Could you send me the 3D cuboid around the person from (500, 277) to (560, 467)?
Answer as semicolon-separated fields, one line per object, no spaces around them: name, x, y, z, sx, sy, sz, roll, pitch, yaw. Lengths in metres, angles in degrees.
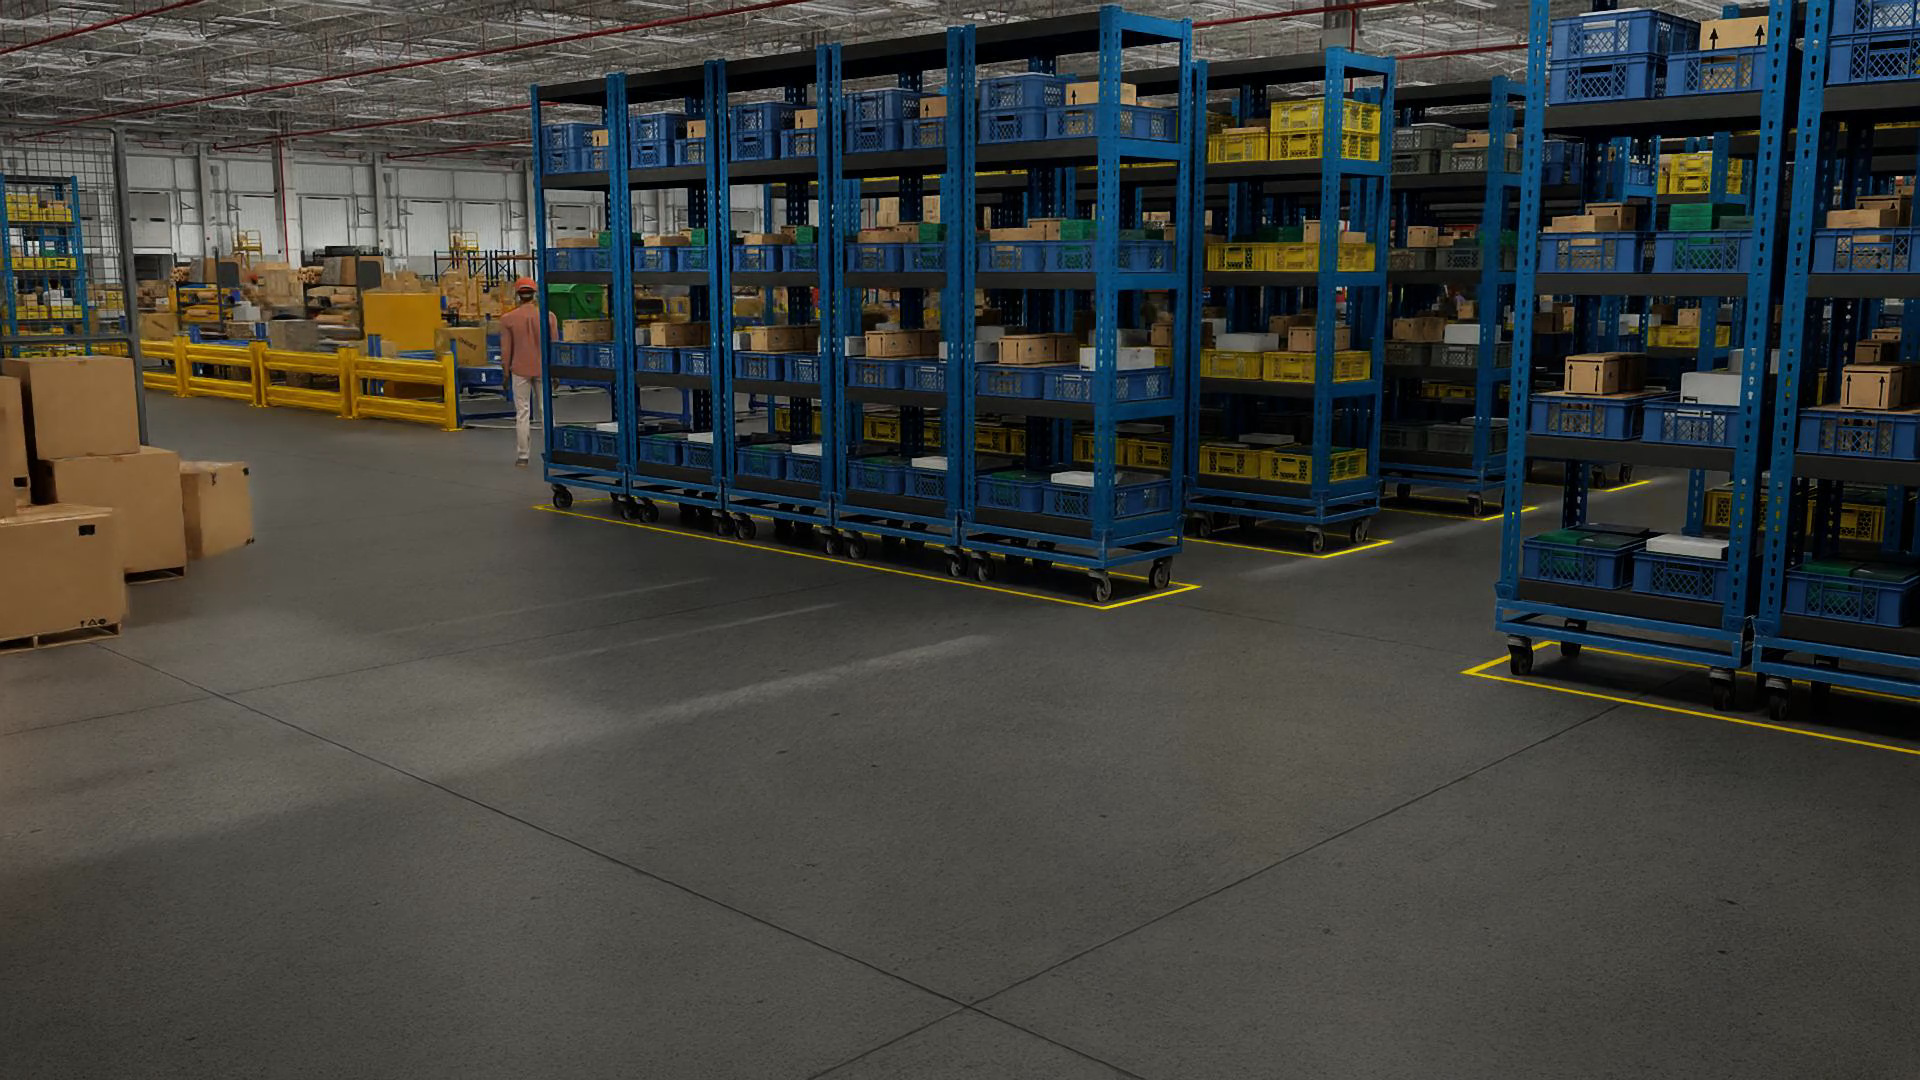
person;-4.491;-1.750;17.406;0.611;1.986;0.393;-4;10;-21

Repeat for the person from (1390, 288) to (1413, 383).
person;5.535;-2.237;20.861;0.404;1.834;0.591;-3;10;-16

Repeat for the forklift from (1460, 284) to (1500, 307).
forklift;14.295;-7.007;46.908;1.873;2.768;1.129;9;13;43

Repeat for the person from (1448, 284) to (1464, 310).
person;9.202;-3.864;30.817;0.379;1.837;0.571;4;10;21

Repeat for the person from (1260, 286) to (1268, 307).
person;9.582;-7.355;52.120;0.910;1.879;0.630;2;9;10

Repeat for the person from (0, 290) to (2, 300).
person;-42.315;-10.647;72.966;0.859;1.654;0.542;6;11;33

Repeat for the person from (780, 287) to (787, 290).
person;-7.731;-10.765;73.013;1.005;1.893;0.548;2;10;14

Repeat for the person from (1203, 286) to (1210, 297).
person;7.166;-6.704;48.722;0.554;1.667;0.718;-8;12;-42

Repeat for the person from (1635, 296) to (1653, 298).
person;15.024;-4.798;36.614;0.446;1.822;0.609;-9;13;-44

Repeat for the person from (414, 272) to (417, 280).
person;-28.095;-12.850;85.776;0.355;1.885;0.575;1;9;5

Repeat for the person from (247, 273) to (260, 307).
person;-23.251;-7.816;54.811;0.510;1.916;0.634;1;9;7

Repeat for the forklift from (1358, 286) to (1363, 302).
forklift;11.100;-7.017;46.970;1.873;2.768;1.129;9;13;43

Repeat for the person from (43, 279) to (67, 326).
person;-20.982;-5.155;38.647;0.528;1.869;0.313;-4;10;-25

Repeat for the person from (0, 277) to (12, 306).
person;-45.748;-11.862;79.729;0.889;1.871;0.647;2;10;14
